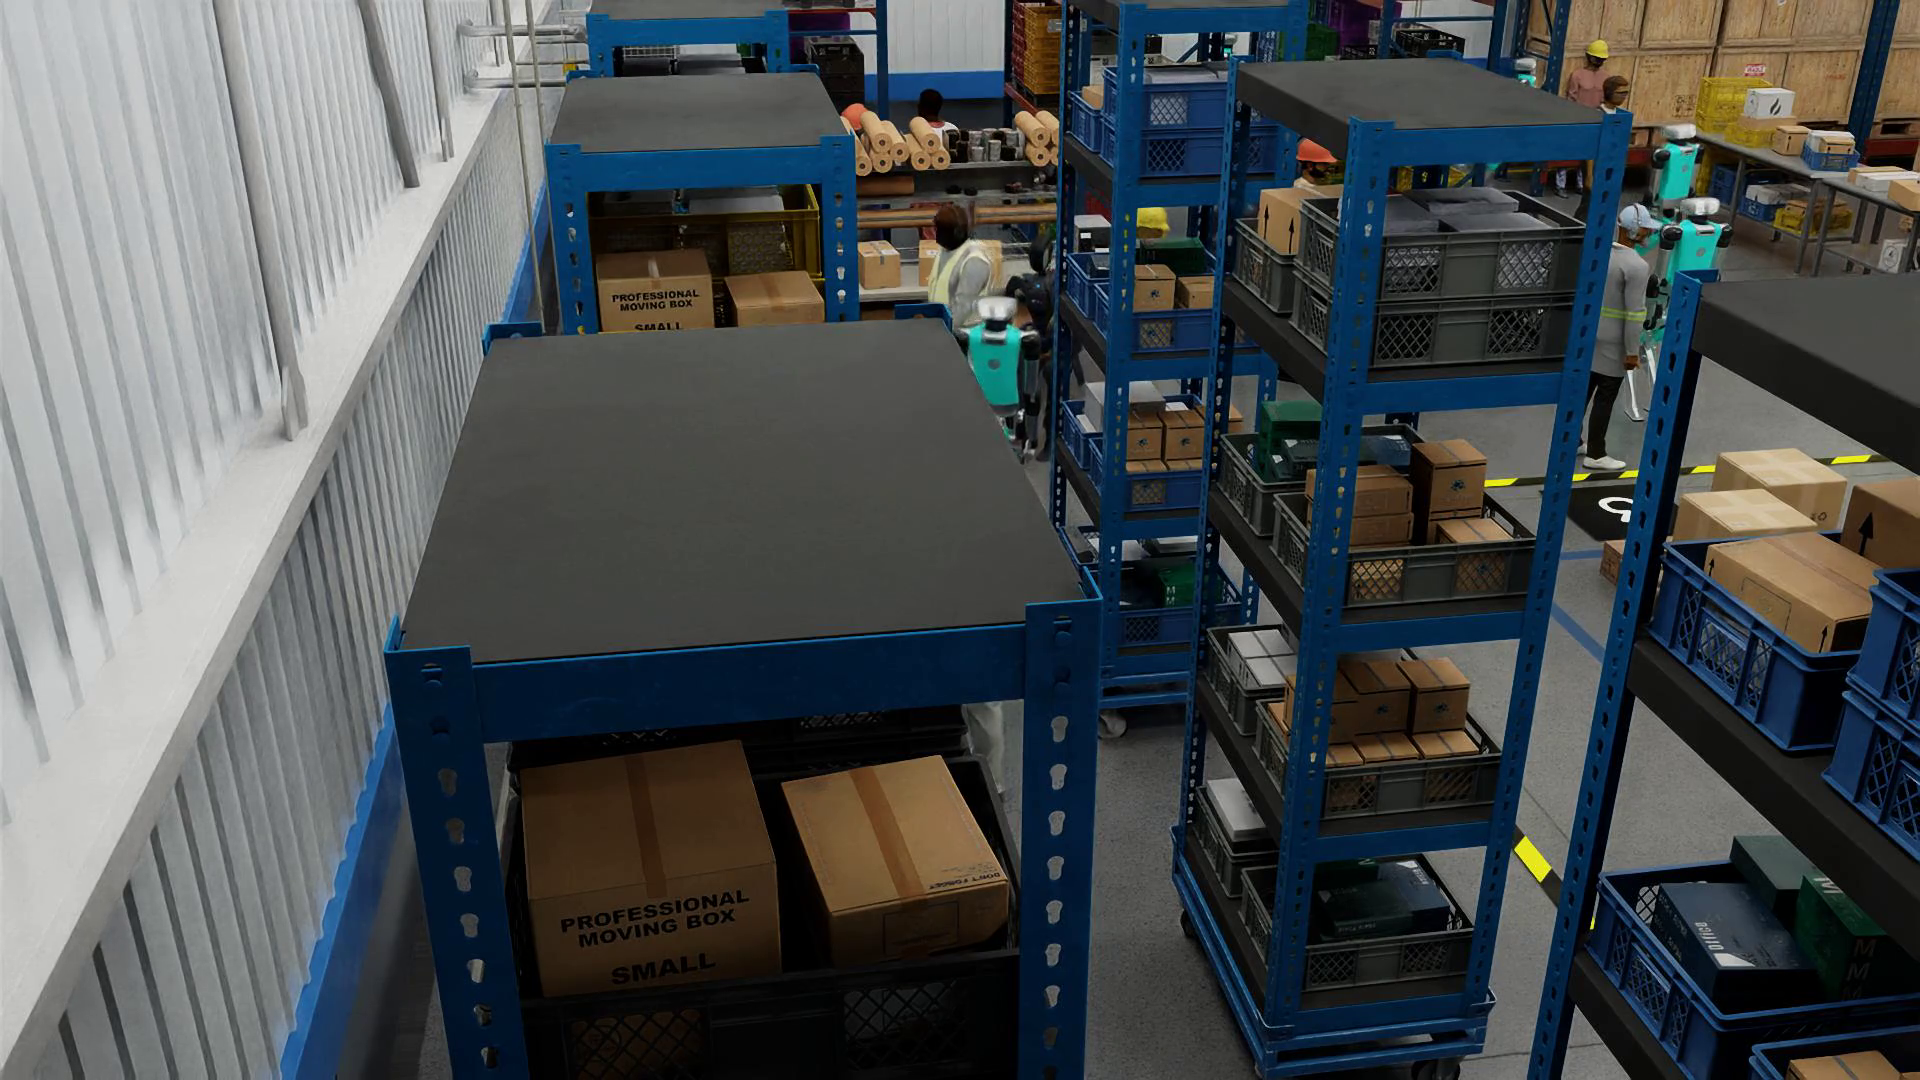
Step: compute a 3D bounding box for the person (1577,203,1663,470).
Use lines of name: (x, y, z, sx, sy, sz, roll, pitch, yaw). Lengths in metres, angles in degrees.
person: (4.498, -1.400, 11.447, 0.397, 1.850, 0.597, -7, 26, -14)

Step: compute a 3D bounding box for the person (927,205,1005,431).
person: (-0.086, -1.434, 11.602, 0.997, 1.781, 0.625, -14, 28, -28)

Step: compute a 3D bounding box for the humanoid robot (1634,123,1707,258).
humanoid robot: (6.029, -2.741, 14.628, 0.540, 1.902, 0.708, -10, 27, -21)

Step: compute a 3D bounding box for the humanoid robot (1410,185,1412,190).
humanoid robot: (3.698, -1.778, 12.446, 0.929, 1.811, 0.555, -3, 25, -6)

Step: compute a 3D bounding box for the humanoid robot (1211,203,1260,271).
humanoid robot: (2.254, -2.190, 13.371, 0.609, 1.655, 0.311, -9, 26, -19)

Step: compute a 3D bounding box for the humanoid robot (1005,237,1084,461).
humanoid robot: (0.553, -1.255, 11.369, 0.601, 1.637, 0.684, 8, 26, 16)

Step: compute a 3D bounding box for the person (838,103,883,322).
person: (-0.824, -2.561, 13.741, 0.366, 2.048, 0.606, -19, 31, -35)

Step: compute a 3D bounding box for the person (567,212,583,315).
person: (-2.744, -1.869, 12.466, 0.512, 1.858, 0.333, -18, 30, -34)

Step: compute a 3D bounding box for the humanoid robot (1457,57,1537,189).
humanoid robot: (5.690, -4.320, 17.982, 0.999, 1.771, 0.532, 8, 26, 18)

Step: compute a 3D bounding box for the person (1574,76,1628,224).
person: (6.244, -3.611, 16.282, 0.332, 1.836, 0.501, 20, 31, 37)

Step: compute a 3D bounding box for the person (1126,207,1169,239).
person: (1.303, -1.530, 11.858, 0.294, 1.745, 0.485, 5, 25, 10)

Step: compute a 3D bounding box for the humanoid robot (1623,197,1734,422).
humanoid robot: (5.108, -1.714, 12.107, 0.533, 1.677, 0.735, -4, 25, -9)

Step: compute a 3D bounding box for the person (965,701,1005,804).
person: (0.083, 0.367, 7.635, 0.397, 1.833, 0.565, -3, 25, -7)

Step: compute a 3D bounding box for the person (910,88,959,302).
person: (-0.241, -3.117, 15.098, 0.390, 1.921, 0.590, 18, 30, 34)

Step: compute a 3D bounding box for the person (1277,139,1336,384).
person: (2.710, -2.202, 13.090, 0.352, 1.938, 0.544, 5, 25, 11)

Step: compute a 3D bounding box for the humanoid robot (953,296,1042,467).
humanoid robot: (0.240, -0.716, 10.160, 0.534, 1.781, 1.011, 2, 25, 5)

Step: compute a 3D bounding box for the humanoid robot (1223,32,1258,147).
humanoid robot: (3.271, -5.011, 19.273, 0.735, 1.677, 0.533, 2, 25, 5)

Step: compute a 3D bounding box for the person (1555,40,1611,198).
person: (7.102, -4.770, 18.887, 0.523, 1.761, 0.336, -5, 25, -12)
